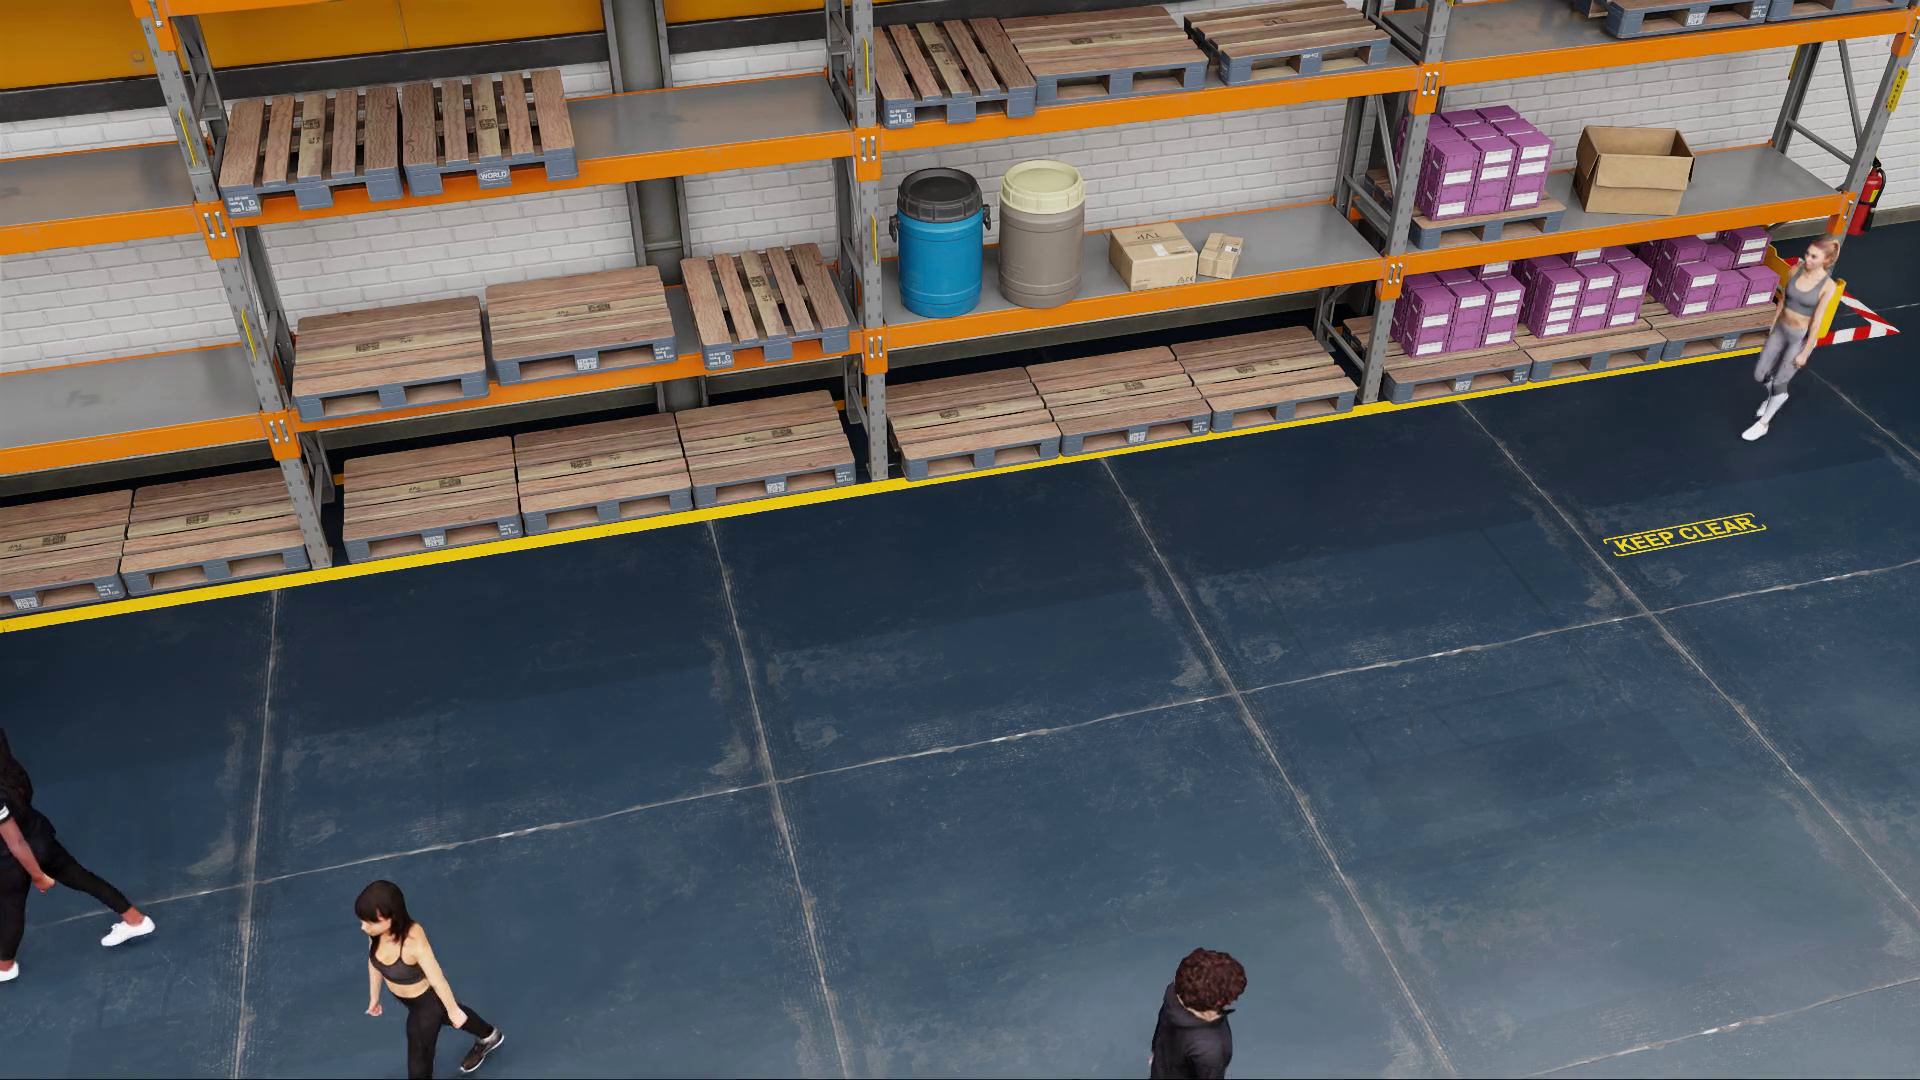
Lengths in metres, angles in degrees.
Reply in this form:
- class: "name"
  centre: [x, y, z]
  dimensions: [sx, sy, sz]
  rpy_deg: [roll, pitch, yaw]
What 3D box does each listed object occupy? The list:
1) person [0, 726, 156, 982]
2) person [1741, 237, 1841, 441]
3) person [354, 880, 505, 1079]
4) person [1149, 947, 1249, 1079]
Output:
- class: "person"
  centre: [-4.705, 1.587, 8.548]
  dimensions: [1.213, 1.675, 0.738]
  rpy_deg: [-15, 41, -18]
- class: "person"
  centre: [6.267, -1.516, 12.419]
  dimensions: [0.805, 1.693, 0.679]
  rpy_deg: [-21, 43, -24]
- class: "person"
  centre: [-2.509, 2.125, 7.933]
  dimensions: [1.012, 1.600, 1.135]
  rpy_deg: [24, 45, 27]
- class: "person"
  centre: [0.922, 2.468, 7.405]
  dimensions: [1.116, 1.724, 0.659]
  rpy_deg: [-7, 39, -9]
